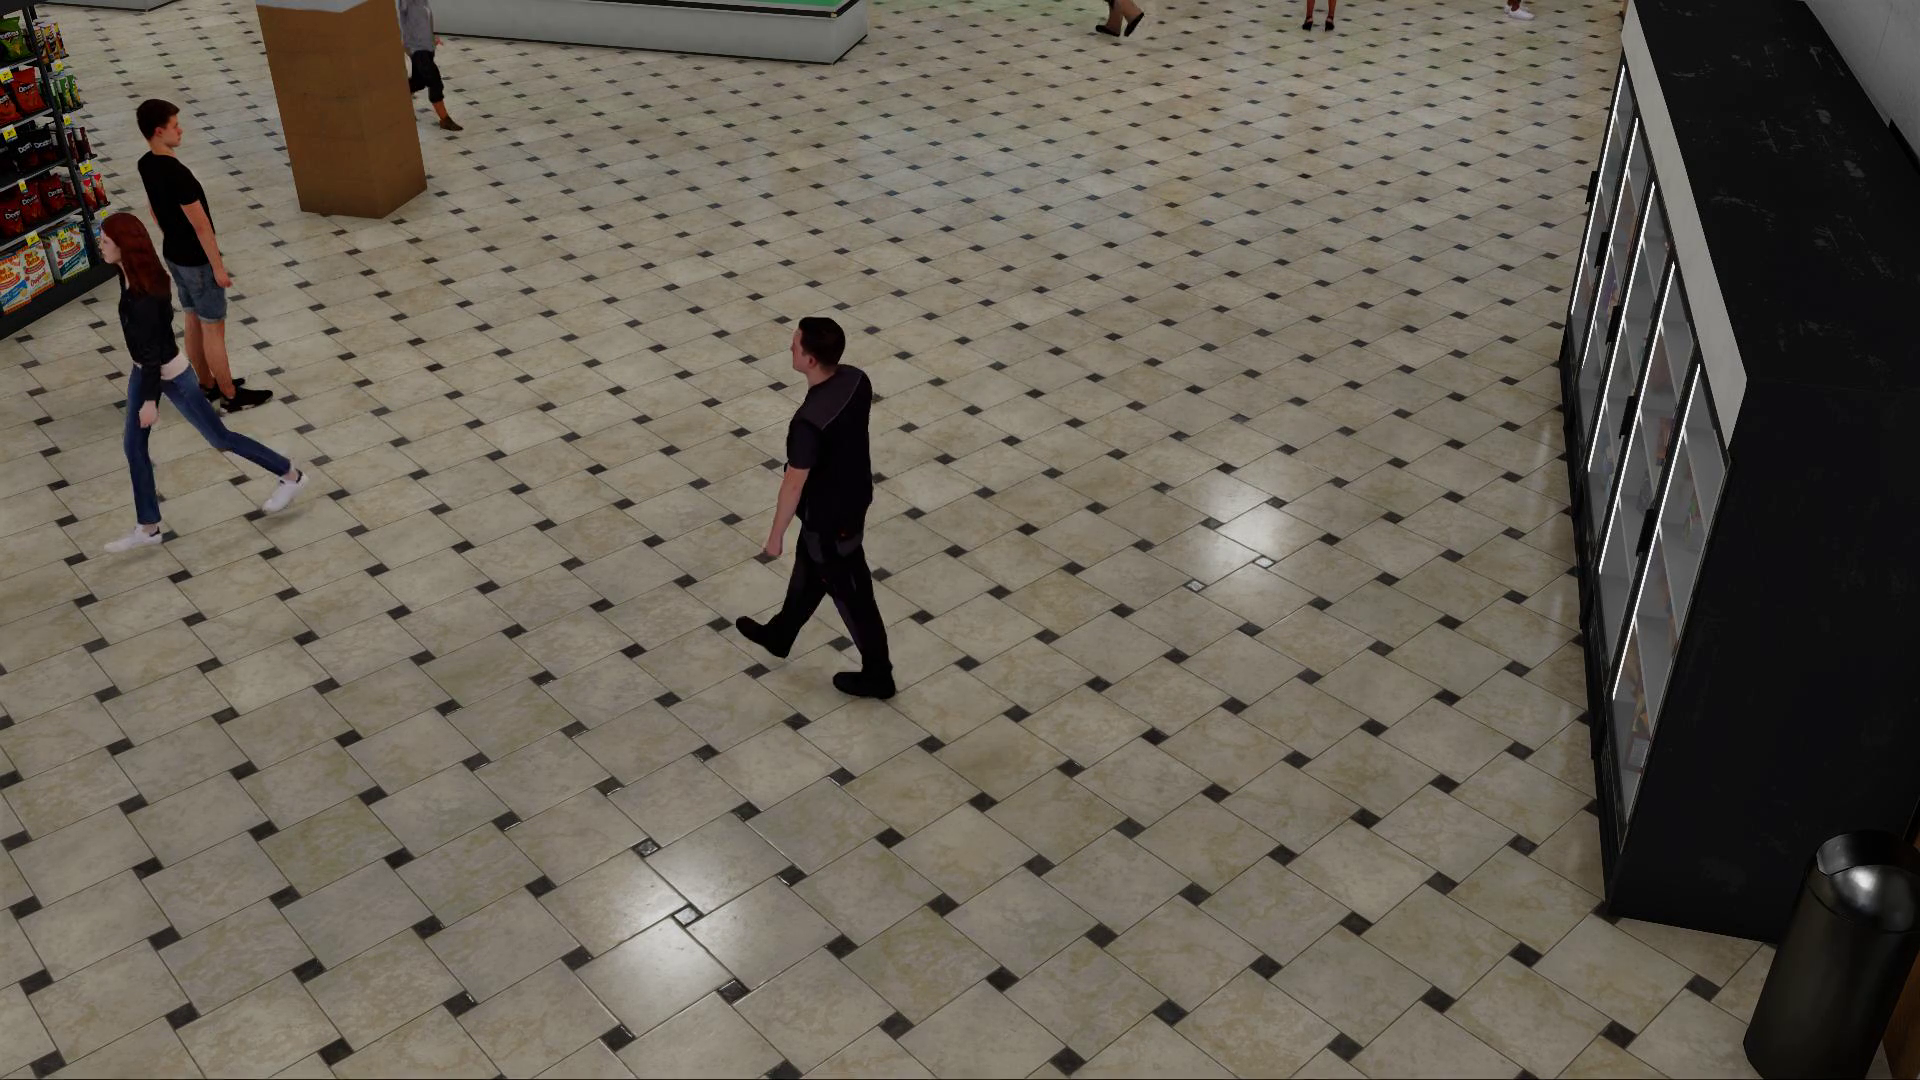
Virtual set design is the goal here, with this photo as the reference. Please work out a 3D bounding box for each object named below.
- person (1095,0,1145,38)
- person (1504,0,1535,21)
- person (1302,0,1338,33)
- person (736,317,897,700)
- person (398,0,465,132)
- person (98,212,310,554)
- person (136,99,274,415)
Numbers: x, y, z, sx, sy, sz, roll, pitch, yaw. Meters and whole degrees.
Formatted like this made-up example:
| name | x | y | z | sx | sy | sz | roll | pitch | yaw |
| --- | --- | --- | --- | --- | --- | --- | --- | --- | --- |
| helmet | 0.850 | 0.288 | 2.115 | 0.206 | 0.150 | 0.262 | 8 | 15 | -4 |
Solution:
| name | x | y | z | sx | sy | sz | roll | pitch | yaw |
| --- | --- | --- | --- | --- | --- | --- | --- | --- | --- |
| person | 1.632 | -5.878 | 16.476 | 1.002 | 1.827 | 0.874 | 21 | 38 | 30 |
| person | 5.935 | -6.332 | 17.327 | 0.560 | 1.700 | 0.594 | 5 | 32 | 7 |
| person | 3.700 | -6.059 | 16.811 | 0.495 | 1.781 | 0.659 | 5 | 32 | 7 |
| person | -0.463 | -0.084 | 7.175 | 1.047 | 1.817 | 0.752 | 9 | 33 | 14 |
| person | -4.708 | -4.298 | 14.321 | 1.051 | 1.422 | 0.705 | 14 | 35 | 21 |
| person | -3.873 | -0.775 | 8.366 | 1.141 | 1.732 | 1.237 | -24 | 39 | -33 |
| person | -4.462 | -1.630 | 9.631 | 0.658 | 1.846 | 0.802 | 24 | 39 | 33 |
